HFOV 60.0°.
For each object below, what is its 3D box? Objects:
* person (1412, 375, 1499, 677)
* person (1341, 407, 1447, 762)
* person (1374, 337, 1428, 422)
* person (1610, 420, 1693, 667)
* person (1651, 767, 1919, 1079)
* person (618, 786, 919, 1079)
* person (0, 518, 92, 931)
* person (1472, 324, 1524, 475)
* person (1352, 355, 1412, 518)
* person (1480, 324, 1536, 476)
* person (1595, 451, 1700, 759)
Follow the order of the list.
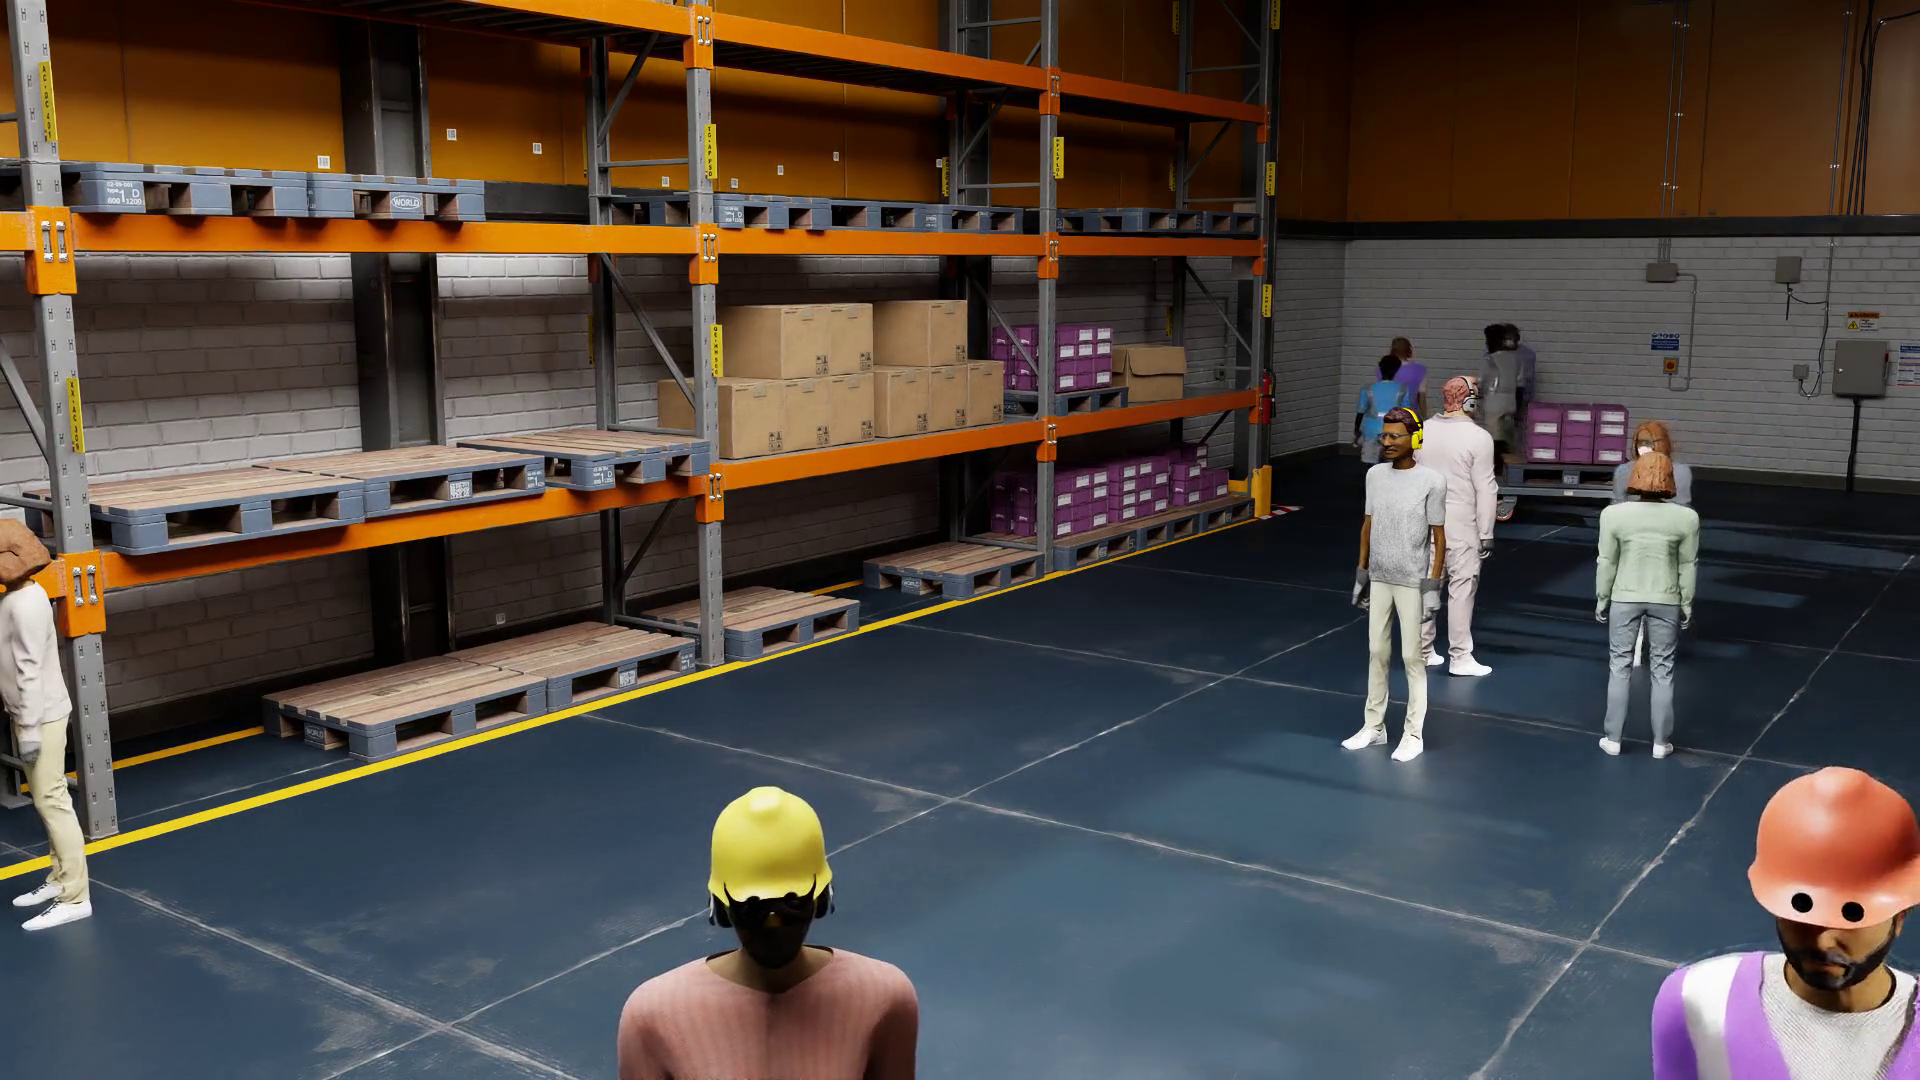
[{"bbox_3d":[3.147,-0.090,10.577,0.404,1.906,0.652,-7,12,-34],"label":"person"},{"bbox_3d":[2.305,0.227,8.798,0.321,1.871,0.532,-9,13,-42],"label":"person"},{"bbox_3d":[4.754,-1.279,17.958,0.565,1.815,0.772,1,10,7],"label":"person"},{"bbox_3d":[4.382,0.044,10.621,0.526,1.618,0.359,9,13,41],"label":"person"},{"bbox_3d":[1.333,1.262,2.592,0.546,1.890,0.996,5,11,28],"label":"person"},{"bbox_3d":[-0.317,1.274,2.869,0.525,1.769,0.327,-2,10,-14],"label":"person"},{"bbox_3d":[-3.689,0.718,6.607,0.284,1.625,0.492,-6,11,-33],"label":"person"},{"bbox_3d":[5.926,-1.448,18.610,0.647,1.908,0.948,-5,11,-25],"label":"person"},{"bbox_3d":[4.309,-1.053,16.989,0.613,1.659,0.559,3,10,17],"label":"person"},{"bbox_3d":[6.558,-1.644,19.902,0.669,1.869,1.022,2,10,10],"label":"person"},{"bbox_3d":[3.620,0.344,8.800,0.500,1.633,0.281,3,10,18],"label":"person"}]
